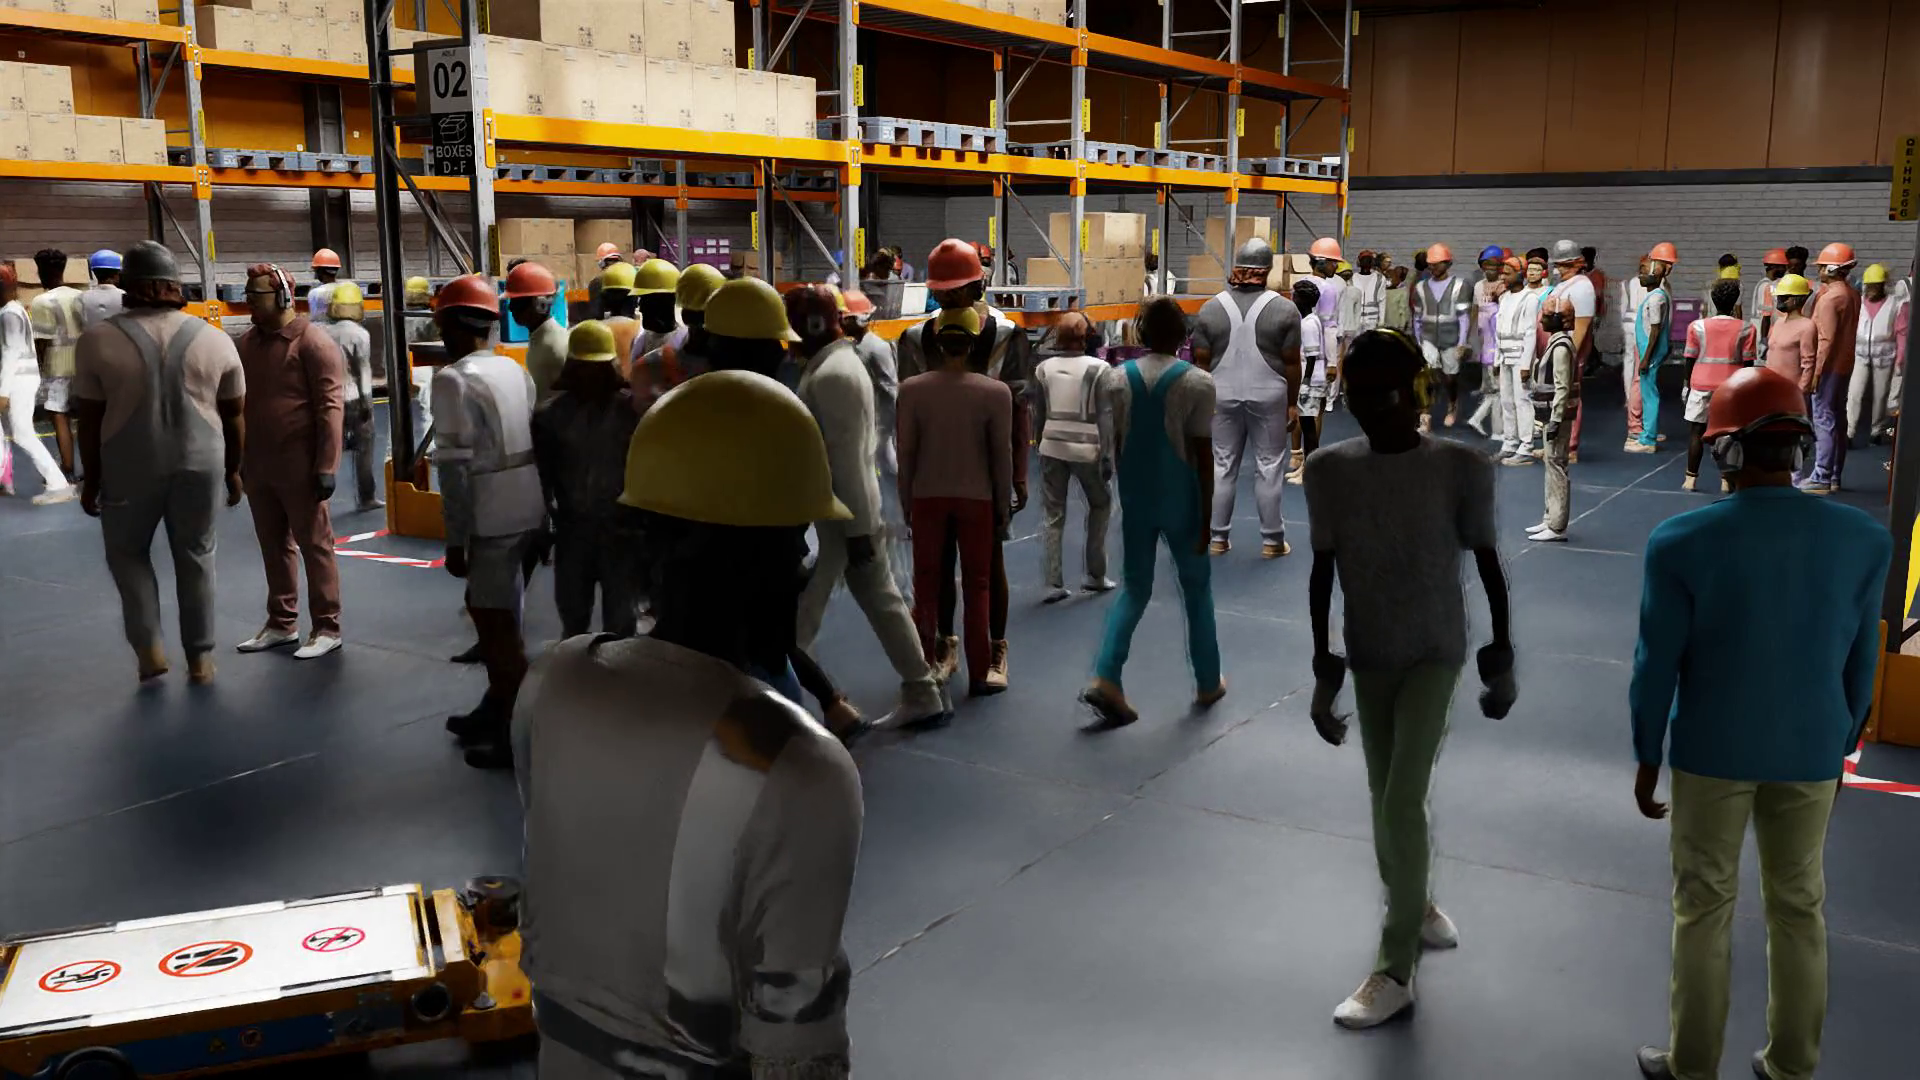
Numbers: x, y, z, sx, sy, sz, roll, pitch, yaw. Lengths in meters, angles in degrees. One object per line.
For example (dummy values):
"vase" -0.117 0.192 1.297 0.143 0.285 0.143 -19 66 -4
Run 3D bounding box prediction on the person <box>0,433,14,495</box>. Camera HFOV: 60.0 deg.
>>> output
"person" -7.783 -1.315 13.057 0.401 1.987 0.623 8 13 38

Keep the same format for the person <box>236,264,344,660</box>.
"person" -3.296 -0.376 8.085 0.651 1.907 0.409 5 11 26

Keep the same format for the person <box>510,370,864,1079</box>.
"person" -0.320 0.732 2.061 0.593 1.875 0.992 8 13 37

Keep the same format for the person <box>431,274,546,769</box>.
"person" -1.860 -0.073 6.485 0.616 1.893 0.551 2 10 12

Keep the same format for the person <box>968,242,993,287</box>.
"person" 0.195 -3.267 23.859 0.608 1.995 0.377 -4 11 -22

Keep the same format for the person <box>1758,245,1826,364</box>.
"person" 8.587 -2.050 17.193 0.607 1.966 0.373 7 12 35

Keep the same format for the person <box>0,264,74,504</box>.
"person" -7.263 -1.160 12.639 0.816 1.835 0.617 -7 12 -34

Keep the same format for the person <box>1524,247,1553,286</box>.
"person" 8.103 -3.151 23.428 0.589 1.920 0.392 -7 12 -33

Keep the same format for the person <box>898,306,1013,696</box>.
"person" -0.019 -0.182 7.429 0.518 1.755 0.353 1 10 8

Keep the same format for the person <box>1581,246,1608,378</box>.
"person" 9.278 -3.339 24.406 0.581 1.935 0.622 -1 10 -5

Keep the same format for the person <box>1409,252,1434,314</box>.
"person" 7.141 -3.523 25.708 0.429 1.839 0.634 2 10 11

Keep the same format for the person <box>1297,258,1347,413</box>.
"person" 4.192 -2.438 19.511 0.651 1.907 0.409 -2 10 -12

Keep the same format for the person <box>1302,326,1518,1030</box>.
"person" 1.214 0.325 4.495 0.520 1.818 0.814 6 12 32

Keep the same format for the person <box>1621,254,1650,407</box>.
"person" 8.407 -2.576 20.441 0.564 1.835 0.959 8 13 37

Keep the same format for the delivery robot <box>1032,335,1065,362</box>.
"delivery robot" 1.479 -2.945 25.807 0.707 0.478 0.477 -3 11 -15

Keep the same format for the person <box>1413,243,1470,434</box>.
"person" 5.080 -2.129 17.554 0.605 2.004 0.972 5 11 26

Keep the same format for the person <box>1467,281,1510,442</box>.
"person" 5.395 -1.788 16.718 0.460 1.621 0.551 4 11 23

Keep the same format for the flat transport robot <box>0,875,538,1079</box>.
"flat transport robot" -1.819 1.137 4.233 1.431 0.197 0.652 -4 11 -21

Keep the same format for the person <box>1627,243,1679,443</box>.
"person" 6.941 -1.962 16.639 0.392 1.990 0.612 9 14 42

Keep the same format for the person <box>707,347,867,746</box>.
"person" -0.663 0.092 6.106 0.467 1.677 0.563 3 11 16

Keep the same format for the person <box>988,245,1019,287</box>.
"person" 0.577 -3.306 23.951 0.536 2.000 0.675 2 10 12

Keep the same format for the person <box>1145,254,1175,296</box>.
"person" 2.872 -3.281 24.384 0.429 1.838 0.621 9 13 40

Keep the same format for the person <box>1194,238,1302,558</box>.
"person" 1.859 -0.905 10.648 0.682 2.000 0.537 4 11 22

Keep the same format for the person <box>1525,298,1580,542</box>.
"person" 4.008 -0.807 11.218 0.310 1.638 0.523 3 11 17

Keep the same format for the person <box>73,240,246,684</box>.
"person" -3.602 -0.341 7.520 0.712 2.000 0.540 -8 13 -36

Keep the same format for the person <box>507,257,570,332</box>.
"person" -3.575 -1.439 14.050 0.608 1.874 0.597 1 10 7

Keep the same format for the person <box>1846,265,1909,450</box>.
"person" 8.854 -1.765 16.136 0.599 1.789 0.923 8 13 37

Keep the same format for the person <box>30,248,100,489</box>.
"person" -7.310 -1.394 13.593 0.409 1.956 0.684 3 11 14

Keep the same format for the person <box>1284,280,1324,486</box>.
"person" 2.852 -1.296 13.765 0.317 1.695 0.540 2 10 9

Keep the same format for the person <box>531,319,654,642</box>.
"person" -1.482 -0.047 6.795 0.488 1.721 0.614 -2 10 -11

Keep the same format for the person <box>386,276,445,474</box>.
"person" -4.758 -1.446 14.558 0.565 1.717 0.446 2 10 11

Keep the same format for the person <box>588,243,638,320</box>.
"person" -3.698 -2.159 17.725 0.399 1.989 0.623 9 14 42

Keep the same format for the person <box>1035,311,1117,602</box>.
"person" 0.672 -0.473 9.401 0.541 1.615 0.628 6 12 32

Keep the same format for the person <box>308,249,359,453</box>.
"person" -5.970 -1.793 15.849 0.371 1.939 0.543 6 12 28

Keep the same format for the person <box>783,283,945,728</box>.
"person" -0.540 -0.102 6.767 1.038 1.859 0.663 0 10 2

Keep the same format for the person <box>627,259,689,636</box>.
"person" -1.476 -0.438 8.375 0.588 1.927 0.370 8 13 37
